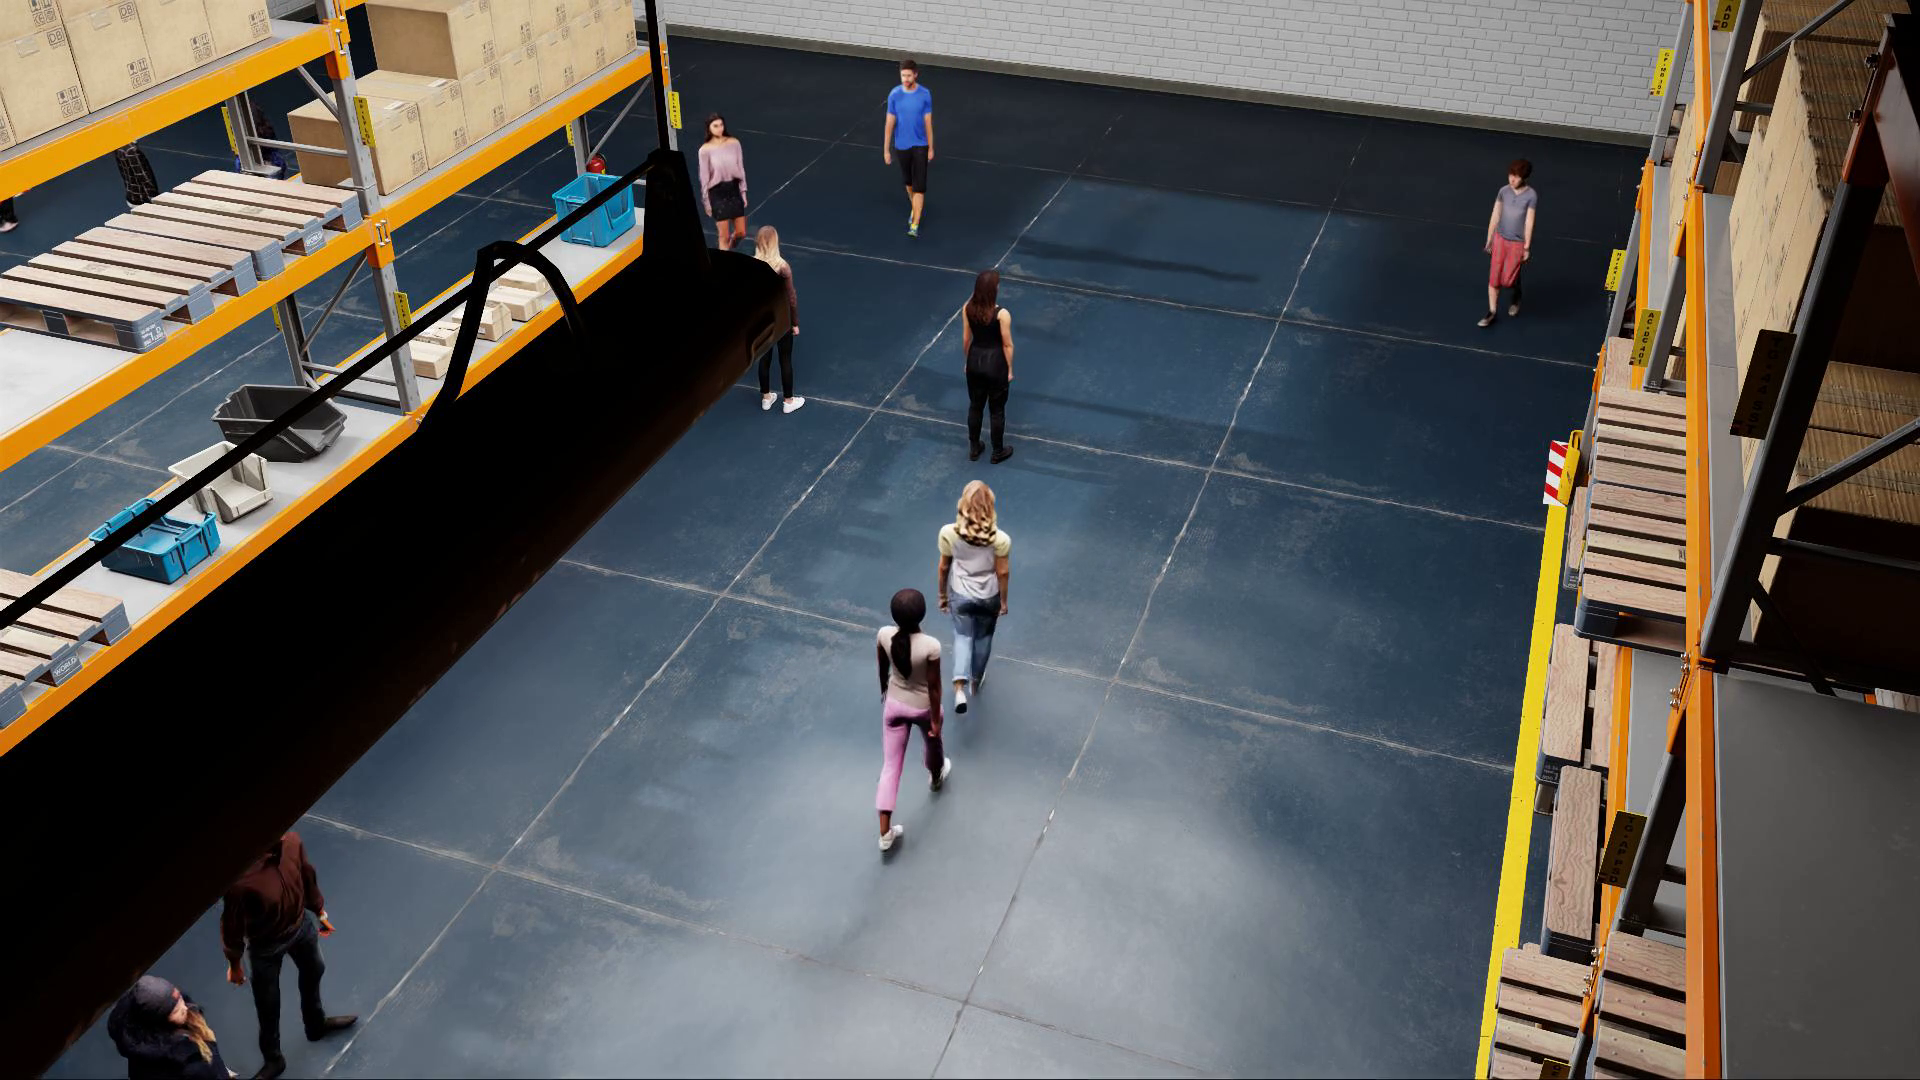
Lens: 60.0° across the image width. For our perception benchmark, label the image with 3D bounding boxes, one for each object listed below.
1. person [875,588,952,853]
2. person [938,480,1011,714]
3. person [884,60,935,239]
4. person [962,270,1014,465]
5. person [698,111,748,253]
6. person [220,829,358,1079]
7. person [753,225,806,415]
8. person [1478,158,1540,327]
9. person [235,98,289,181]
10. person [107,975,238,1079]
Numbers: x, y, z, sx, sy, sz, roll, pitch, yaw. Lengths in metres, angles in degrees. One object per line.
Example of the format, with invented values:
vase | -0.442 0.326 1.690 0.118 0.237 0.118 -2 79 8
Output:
person | -0.333 1.068 9.797 0.593 1.695 1.138 13 36 18
person | 0.088 0.413 10.771 0.737 1.709 0.981 5 34 8
person | -0.492 -4.173 17.563 0.777 1.827 1.181 5 34 8
person | 0.220 -1.405 13.523 0.609 1.688 0.586 16 37 22
person | -2.344 -3.359 16.362 0.817 1.800 0.878 -16 37 -23
person | -3.497 2.007 8.331 0.889 1.756 0.511 23 40 31
person | -1.601 -1.885 14.232 0.608 1.703 0.505 13 36 19
person | 5.232 -2.817 15.695 0.768 1.636 0.888 27 42 35
person | -7.158 -3.723 17.080 0.757 1.613 0.811 -13 36 -18
person | -3.570 2.594 7.529 0.875 1.665 0.807 -11 35 -16
